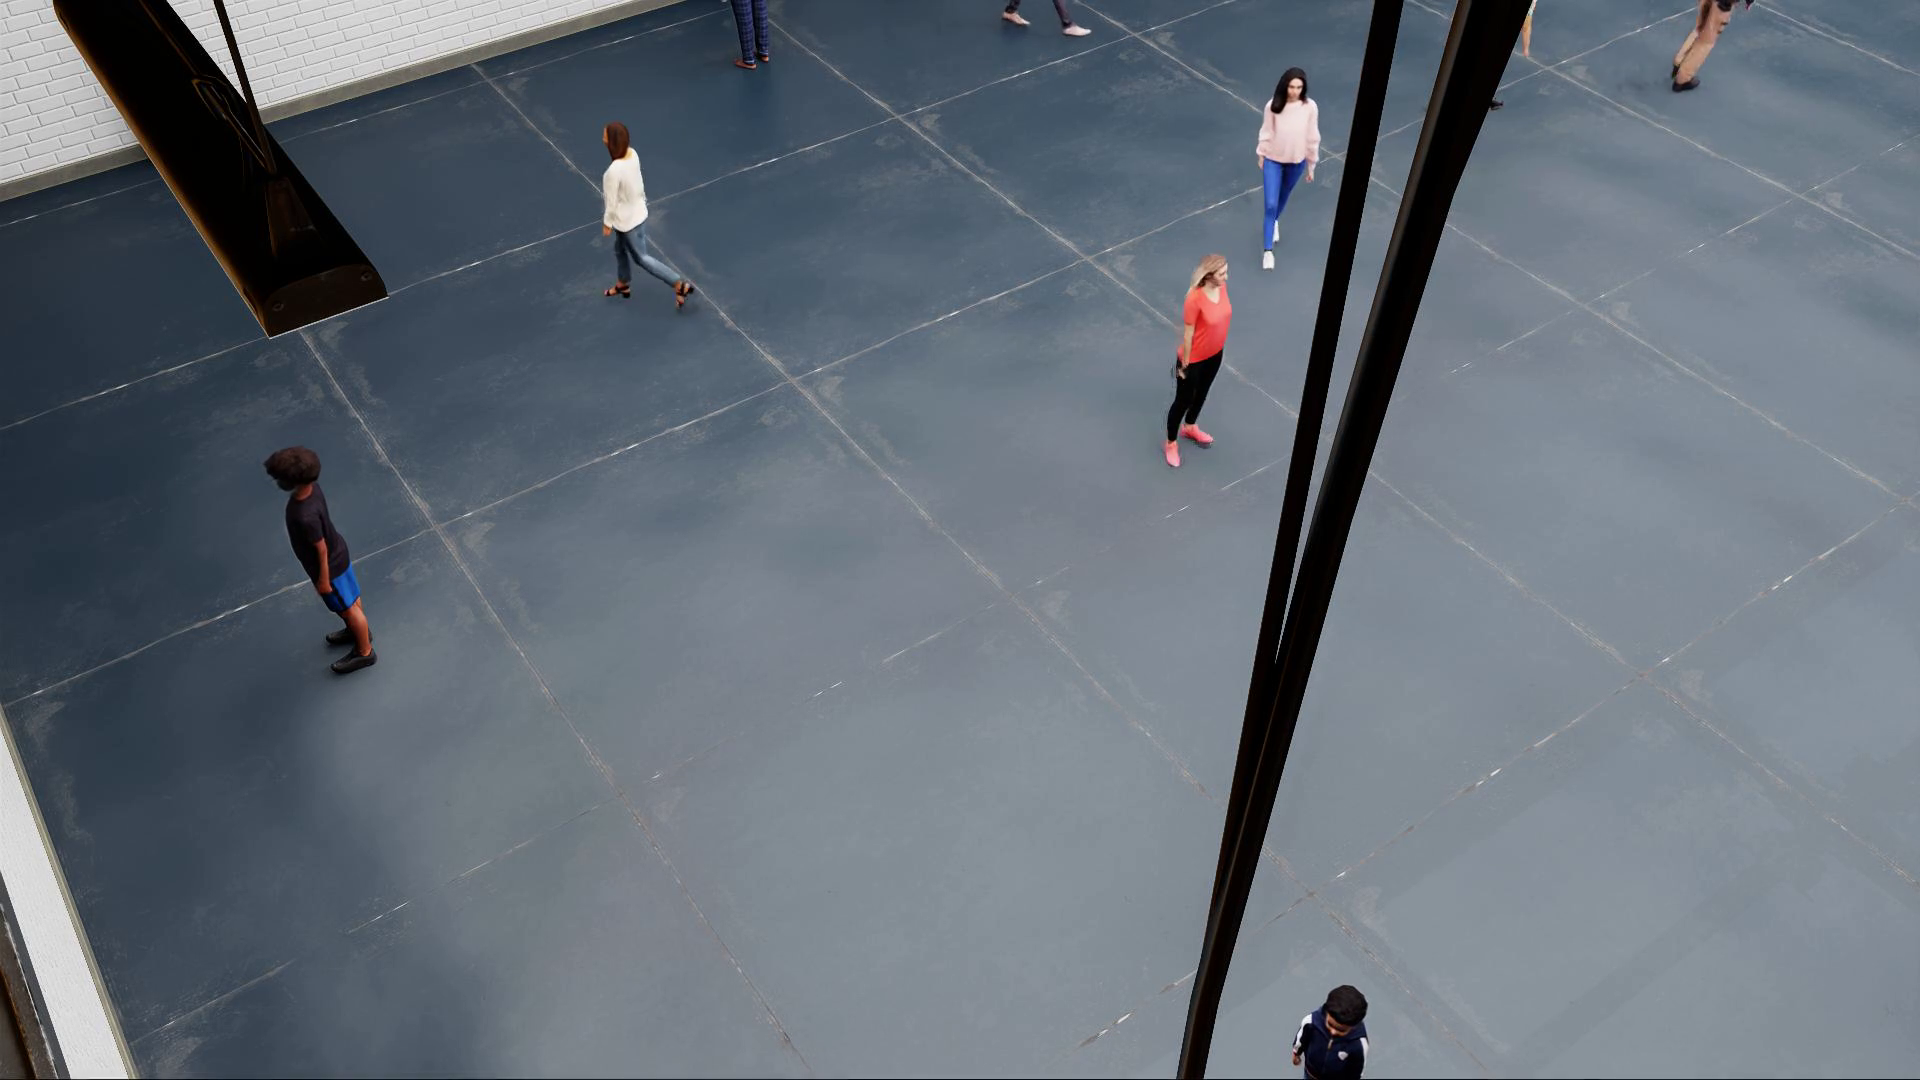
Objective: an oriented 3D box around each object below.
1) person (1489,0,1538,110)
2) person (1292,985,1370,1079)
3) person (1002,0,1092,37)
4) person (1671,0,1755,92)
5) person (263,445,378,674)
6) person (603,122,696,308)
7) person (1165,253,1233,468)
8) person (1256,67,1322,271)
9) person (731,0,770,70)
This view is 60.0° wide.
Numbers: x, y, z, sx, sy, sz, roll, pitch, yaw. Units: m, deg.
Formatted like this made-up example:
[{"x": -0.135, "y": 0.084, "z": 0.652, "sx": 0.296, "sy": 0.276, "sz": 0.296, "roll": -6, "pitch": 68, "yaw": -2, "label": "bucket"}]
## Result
[{"x": 5.033, "y": -4.763, "z": 15.752, "sx": 0.867, "sy": 1.679, "sz": 0.764, "roll": -20, "pitch": 47, "yaw": -20, "label": "person"}, {"x": 1.856, "y": 2.616, "z": 8.338, "sx": 0.571, "sy": 1.221, "sz": 0.564, "roll": 25, "pitch": 49, "yaw": 24, "label": "person"}, {"x": 0.781, "y": -6.033, "z": 17.017, "sx": 1.234, "sy": 1.772, "sz": 1.256, "roll": 13, "pitch": 45, "yaw": 13, "label": "person"}, {"x": 7.304, "y": -5.253, "z": 16.118, "sx": 0.714, "sy": 1.884, "sz": 0.733, "roll": -31, "pitch": 52, "yaw": -29, "label": "person"}, {"x": -4.022, "y": 0.108, "z": 10.555, "sx": 0.652, "sy": 1.796, "sz": 0.653, "roll": -15, "pitch": 46, "yaw": -15, "label": "person"}, {"x": -2.596, "y": -2.591, "z": 13.492, "sx": 1.114, "sy": 1.651, "sz": 1.047, "roll": 6, "pitch": 44, "yaw": 6, "label": "person"}, {"x": 1.719, "y": -1.352, "z": 12.162, "sx": 0.538, "sy": 1.692, "sz": 0.794, "roll": -29, "pitch": 51, "yaw": -27, "label": "person"}, {"x": 2.751, "y": -3.230, "z": 14.113, "sx": 1.137, "sy": 1.720, "sz": 1.151, "roll": 3, "pitch": 44, "yaw": 3, "label": "person"}, {"x": -2.125, "y": -5.587, "z": 16.512, "sx": 0.779, "sy": 1.824, "sz": 0.623, "roll": 33, "pitch": 52, "yaw": 30, "label": "person"}]
